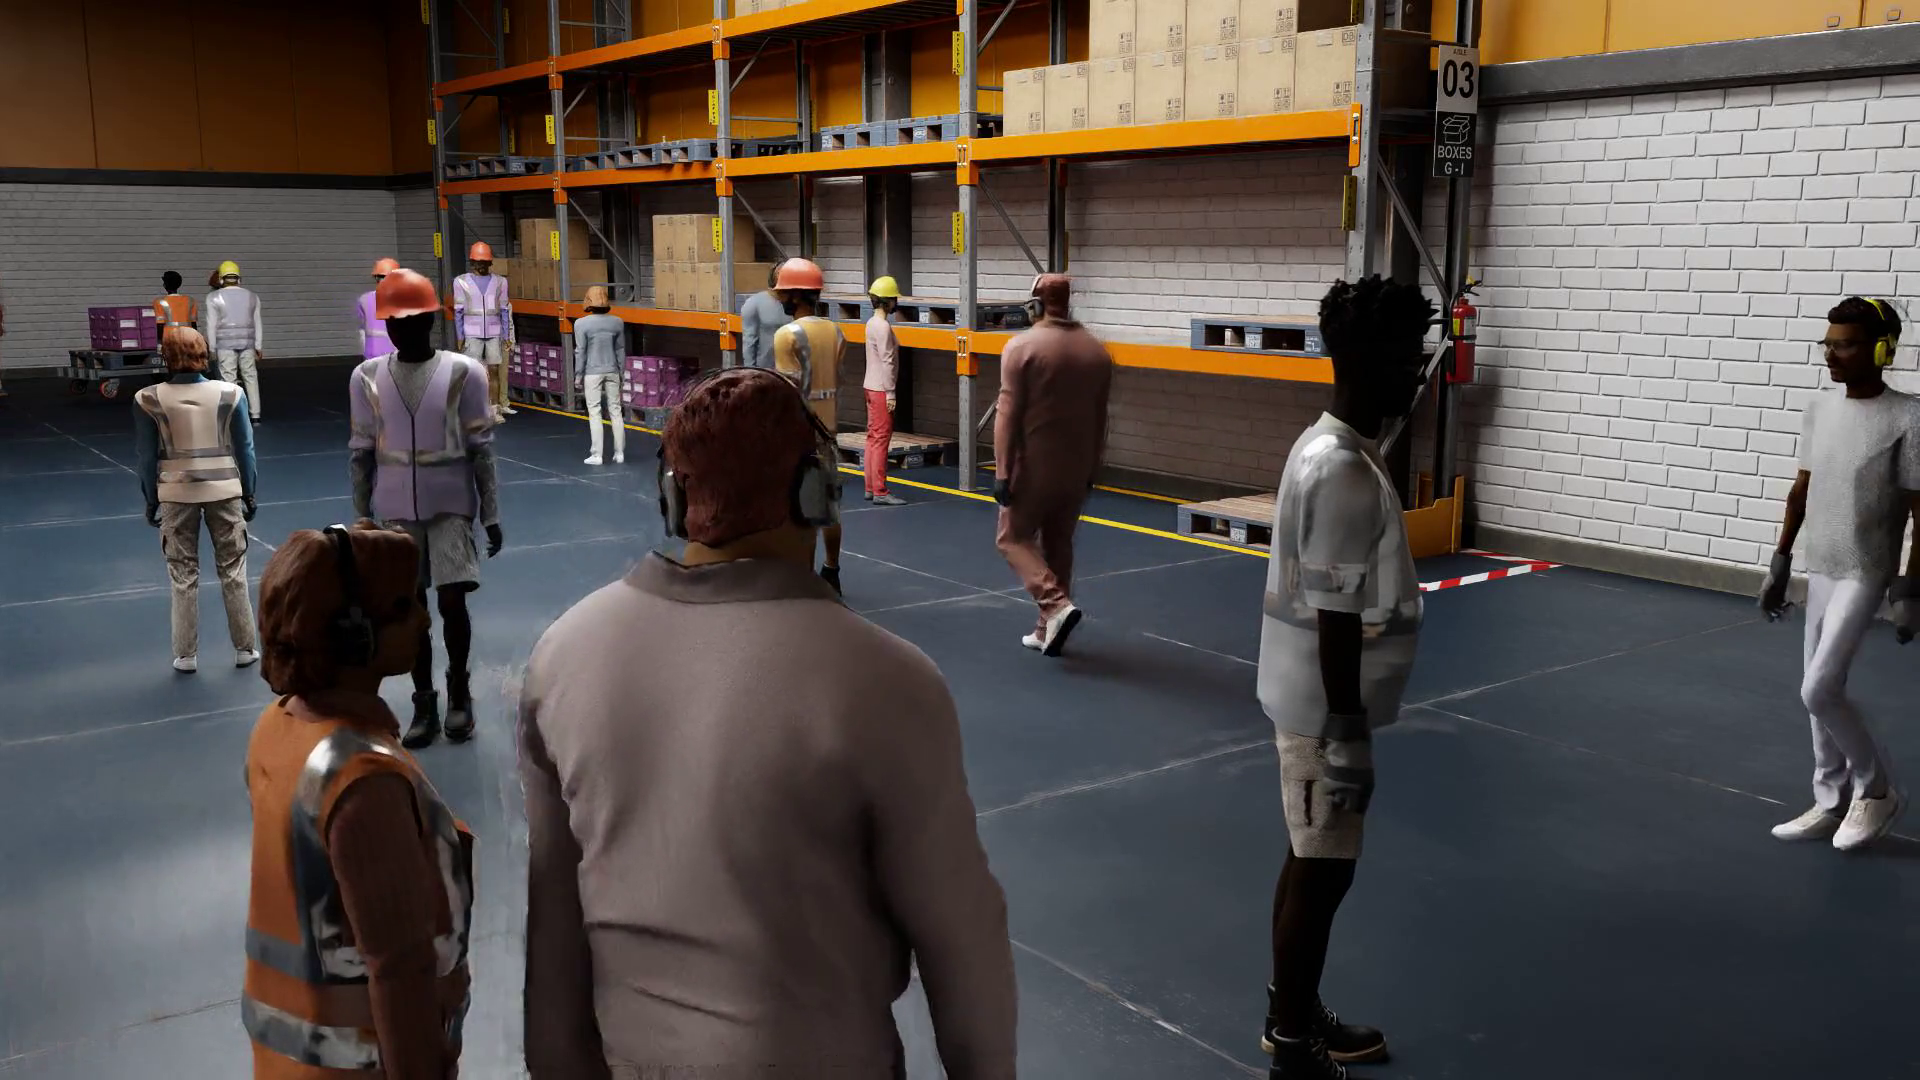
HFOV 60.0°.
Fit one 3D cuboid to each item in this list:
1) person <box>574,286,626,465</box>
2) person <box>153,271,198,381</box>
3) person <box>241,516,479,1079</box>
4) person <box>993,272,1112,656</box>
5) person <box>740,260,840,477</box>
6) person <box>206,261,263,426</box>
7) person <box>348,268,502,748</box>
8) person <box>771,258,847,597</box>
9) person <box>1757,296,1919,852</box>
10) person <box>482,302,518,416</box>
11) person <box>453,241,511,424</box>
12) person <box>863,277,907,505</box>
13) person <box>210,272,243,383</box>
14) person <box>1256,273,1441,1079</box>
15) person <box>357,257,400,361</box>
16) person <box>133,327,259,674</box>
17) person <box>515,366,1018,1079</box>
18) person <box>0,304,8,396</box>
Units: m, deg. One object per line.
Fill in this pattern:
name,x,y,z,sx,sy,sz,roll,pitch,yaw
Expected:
person,-3.301,-1.508,15.274,0.507,1.632,0.267,-8,13,-38
person,-9.289,-2.339,19.749,0.322,1.697,0.531,7,12,35
person,-0.861,0.784,2.415,0.313,1.642,0.513,-7,12,-36
person,0.465,-0.342,8.056,0.677,1.879,0.534,-7,12,-34
person,-1.466,-1.381,13.883,0.790,1.898,0.558,-8,13,-37
person,-7.989,-2.151,18.320,0.599,1.830,0.404,-9,14,-43
person,-2.143,-0.112,6.642,0.586,1.922,0.413,0,10,-2
person,-0.881,-0.603,9.355,0.364,1.935,0.552,6,12,32
person,2.916,0.130,5.517,0.418,1.850,0.524,-2,10,-11
person,-5.473,-2.283,19.642,0.277,1.628,0.501,10,14,44
person,-5.317,-2.297,18.562,0.605,2.040,0.385,-5,11,-25
person,-0.584,-1.154,12.925,0.316,1.766,0.533,-3,11,-16
person,-10.605,-3.043,23.947,0.313,1.612,0.546,-1,10,-6
person,0.887,0.366,3.890,0.377,1.958,0.599,2,10,13
person,-5.670,-1.827,16.371,0.540,1.898,0.984,0,10,1
person,-3.583,-0.183,7.848,0.511,1.637,0.307,-5,11,-25
person,-0.209,0.697,2.289,0.650,1.857,0.936,7,12,34
person,-12.984,-2.869,21.977,0.684,1.980,0.395,-8,13,-38
